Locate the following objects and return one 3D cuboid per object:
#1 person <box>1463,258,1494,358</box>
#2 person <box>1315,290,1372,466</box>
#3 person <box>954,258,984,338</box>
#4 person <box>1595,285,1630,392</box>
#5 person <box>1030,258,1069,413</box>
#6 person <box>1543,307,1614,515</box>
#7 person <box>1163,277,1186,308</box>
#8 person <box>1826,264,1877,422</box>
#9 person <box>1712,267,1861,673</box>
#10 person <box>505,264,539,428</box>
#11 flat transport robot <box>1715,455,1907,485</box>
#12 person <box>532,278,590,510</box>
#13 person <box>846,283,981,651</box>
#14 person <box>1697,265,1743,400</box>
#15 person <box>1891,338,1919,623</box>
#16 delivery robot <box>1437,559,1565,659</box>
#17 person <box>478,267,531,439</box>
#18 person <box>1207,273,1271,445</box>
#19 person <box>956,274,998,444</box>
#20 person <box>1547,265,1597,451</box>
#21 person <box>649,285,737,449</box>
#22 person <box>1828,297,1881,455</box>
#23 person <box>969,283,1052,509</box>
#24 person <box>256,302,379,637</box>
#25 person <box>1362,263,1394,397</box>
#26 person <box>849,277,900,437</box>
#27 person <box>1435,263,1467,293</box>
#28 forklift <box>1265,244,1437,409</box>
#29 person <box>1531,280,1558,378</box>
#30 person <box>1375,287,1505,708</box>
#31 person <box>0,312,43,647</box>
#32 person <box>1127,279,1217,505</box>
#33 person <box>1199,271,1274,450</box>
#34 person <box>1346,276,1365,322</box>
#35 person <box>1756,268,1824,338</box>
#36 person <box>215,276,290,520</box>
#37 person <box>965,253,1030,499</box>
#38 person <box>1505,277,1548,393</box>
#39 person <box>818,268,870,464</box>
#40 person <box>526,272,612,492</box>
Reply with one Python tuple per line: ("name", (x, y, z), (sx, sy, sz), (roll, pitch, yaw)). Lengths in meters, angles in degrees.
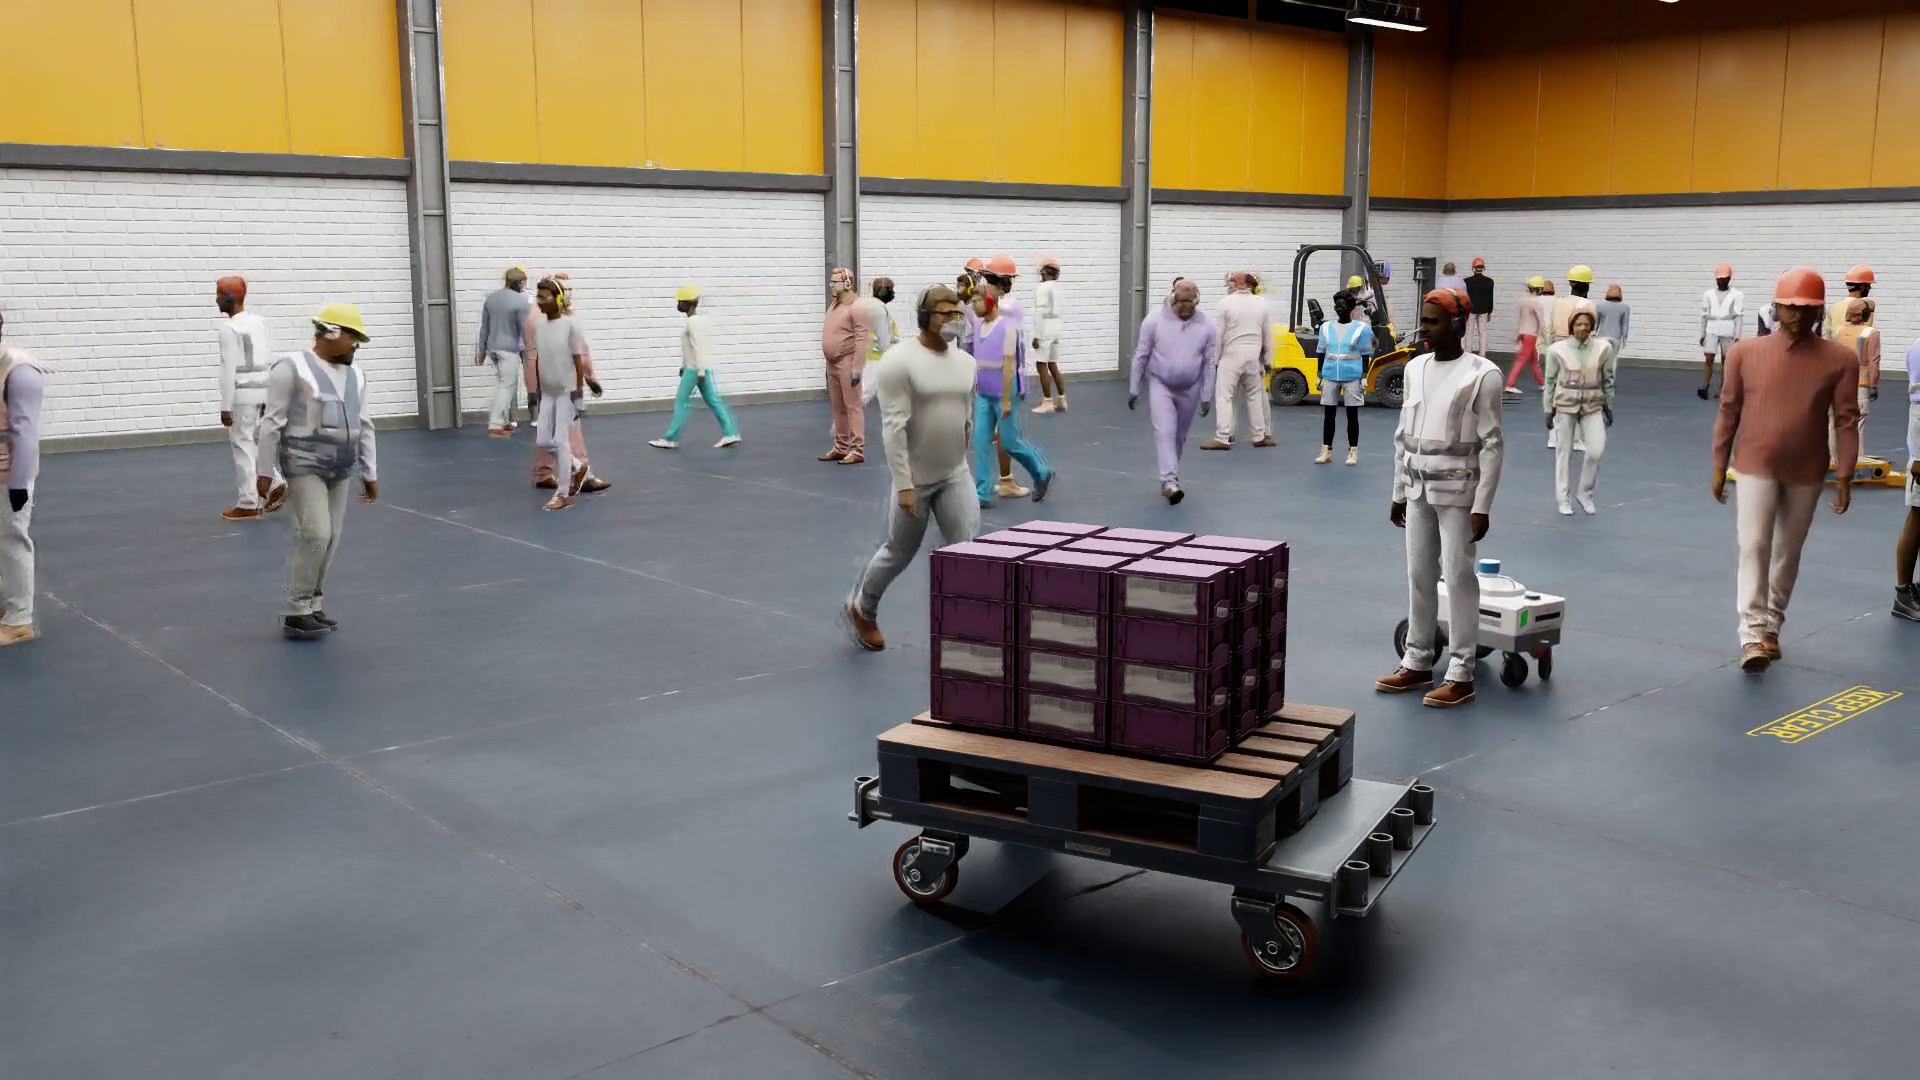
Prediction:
("person", (9.687, -4.287, 31.203), (0.618, 1.989, 0.402), (-1, 10, -4))
("person", (3.697, -1.563, 16.096), (0.542, 1.695, 0.316), (6, 11, 30))
("person", (0.193, -3.047, 23.924), (0.622, 1.987, 0.394), (7, 12, 36))
("person", (9.746, -3.021, 24.936), (0.511, 1.593, 0.841), (2, 10, 14))
("person", (1.160, -2.619, 21.459), (0.428, 1.994, 0.702), (5, 11, 28))
("person", (4.806, -0.989, 12.927), (0.550, 1.620, 0.432), (1, 10, 7))
("person", (3.515, -3.392, 26.830), (0.530, 1.689, 0.322), (5, 11, 28))
("person", (8.682, -1.702, 16.202), (0.362, 1.939, 0.542), (-2, 10, -14))
("person", (3.996, -0.324, 8.050), (0.630, 1.953, 0.981), (3, 10, 20))
("person", (-5.205, -2.273, 19.589), (0.589, 1.923, 0.383), (-2, 10, -14))
("flat transport robot", (7.578, -0.627, 14.786), (1.431, 0.197, 0.652), (0, 10, -2))
("person", (-3.193, -1.171, 13.389), (0.510, 1.847, 0.553), (5, 11, 27))
("person", (-0.198, -0.319, 8.251), (0.624, 1.911, 0.973), (-8, 12, -37))
("person", (10.680, -2.908, 23.395), (0.569, 1.888, 0.957), (7, 12, 35))
("person", (5.459, -0.508, 9.216), (0.545, 1.938, 0.358), (-6, 11, -32))
("delivery robot", (2.547, 0.338, 8.033), (0.477, 0.478, 0.707), (-7, 12, -33))
("person", (-5.055, -2.080, 18.529), (0.646, 1.894, 0.668), (7, 12, 36))
("person", (3.033, -1.903, 17.699), (0.861, 1.830, 0.571), (-7, 12, -34))
("person", (0.039, -1.908, 17.739), (0.989, 1.819, 0.554), (-3, 10, -18))
("person", (6.391, -1.888, 17.324), (0.377, 1.925, 0.594), (-5, 11, -25))
("person", (-2.791, -1.810, 17.495), (0.925, 1.723, 0.522), (0, 10, -1))
("person", (8.271, -1.419, 15.413), (0.314, 1.642, 0.514), (-4, 10, -20))
("person", (0.352, -1.151, 13.353), (0.813, 1.810, 0.587), (-7, 12, -34))
("person", (-3.416, -0.377, 8.924), (0.466, 1.771, 0.661), (4, 11, 23))
("person", (5.911, -3.009, 23.892), (0.707, 1.933, 0.620), (1, 10, 6))
("person", (-0.941, -2.027, 18.527), (0.949, 1.805, 0.640), (0, 10, -1))
("person", (8.915, -4.117, 30.416), (0.627, 1.918, 0.479), (-1, 10, -6))
("forklift", (5.256, -2.933, 22.661), (2.313, 2.155, 1.214), (3, 10, 16))
("person", (9.660, -3.472, 27.486), (0.494, 1.624, 0.280), (3, 10, 17))
("person", (2.175, -0.191, 7.516), (0.337, 1.882, 0.583), (-5, 11, -29))
("person", (-4.977, -0.335, 8.541), (0.652, 1.821, 0.444), (4, 10, 22))
("person", (1.762, -1.215, 13.690), (0.720, 1.828, 1.027), (-1, 10, -8))
("person", (2.954, -1.882, 17.495), (0.909, 1.875, 0.394), (-5, 11, -27))
("person", (6.396, -3.388, 26.755), (0.888, 1.698, 0.584), (2, 10, 14))
("person", (7.771, -1.586, 15.612), (0.587, 1.908, 0.529), (2, 10, 10))
("person", (-5.452, -1.069, 12.690), (0.440, 1.873, 0.608), (0, 10, 1))
("person", (0.322, -1.369, 13.947), (0.609, 2.044, 0.394), (9, 13, 44))
("person", (8.467, -3.016, 24.549), (0.922, 1.716, 0.547), (-1, 10, -8))
("person", (-1.146, -1.695, 16.259), (0.409, 1.909, 0.640), (-6, 12, -33))
("person", (-3.323, -1.346, 14.297), (0.891, 1.870, 0.660), (2, 10, 12))
